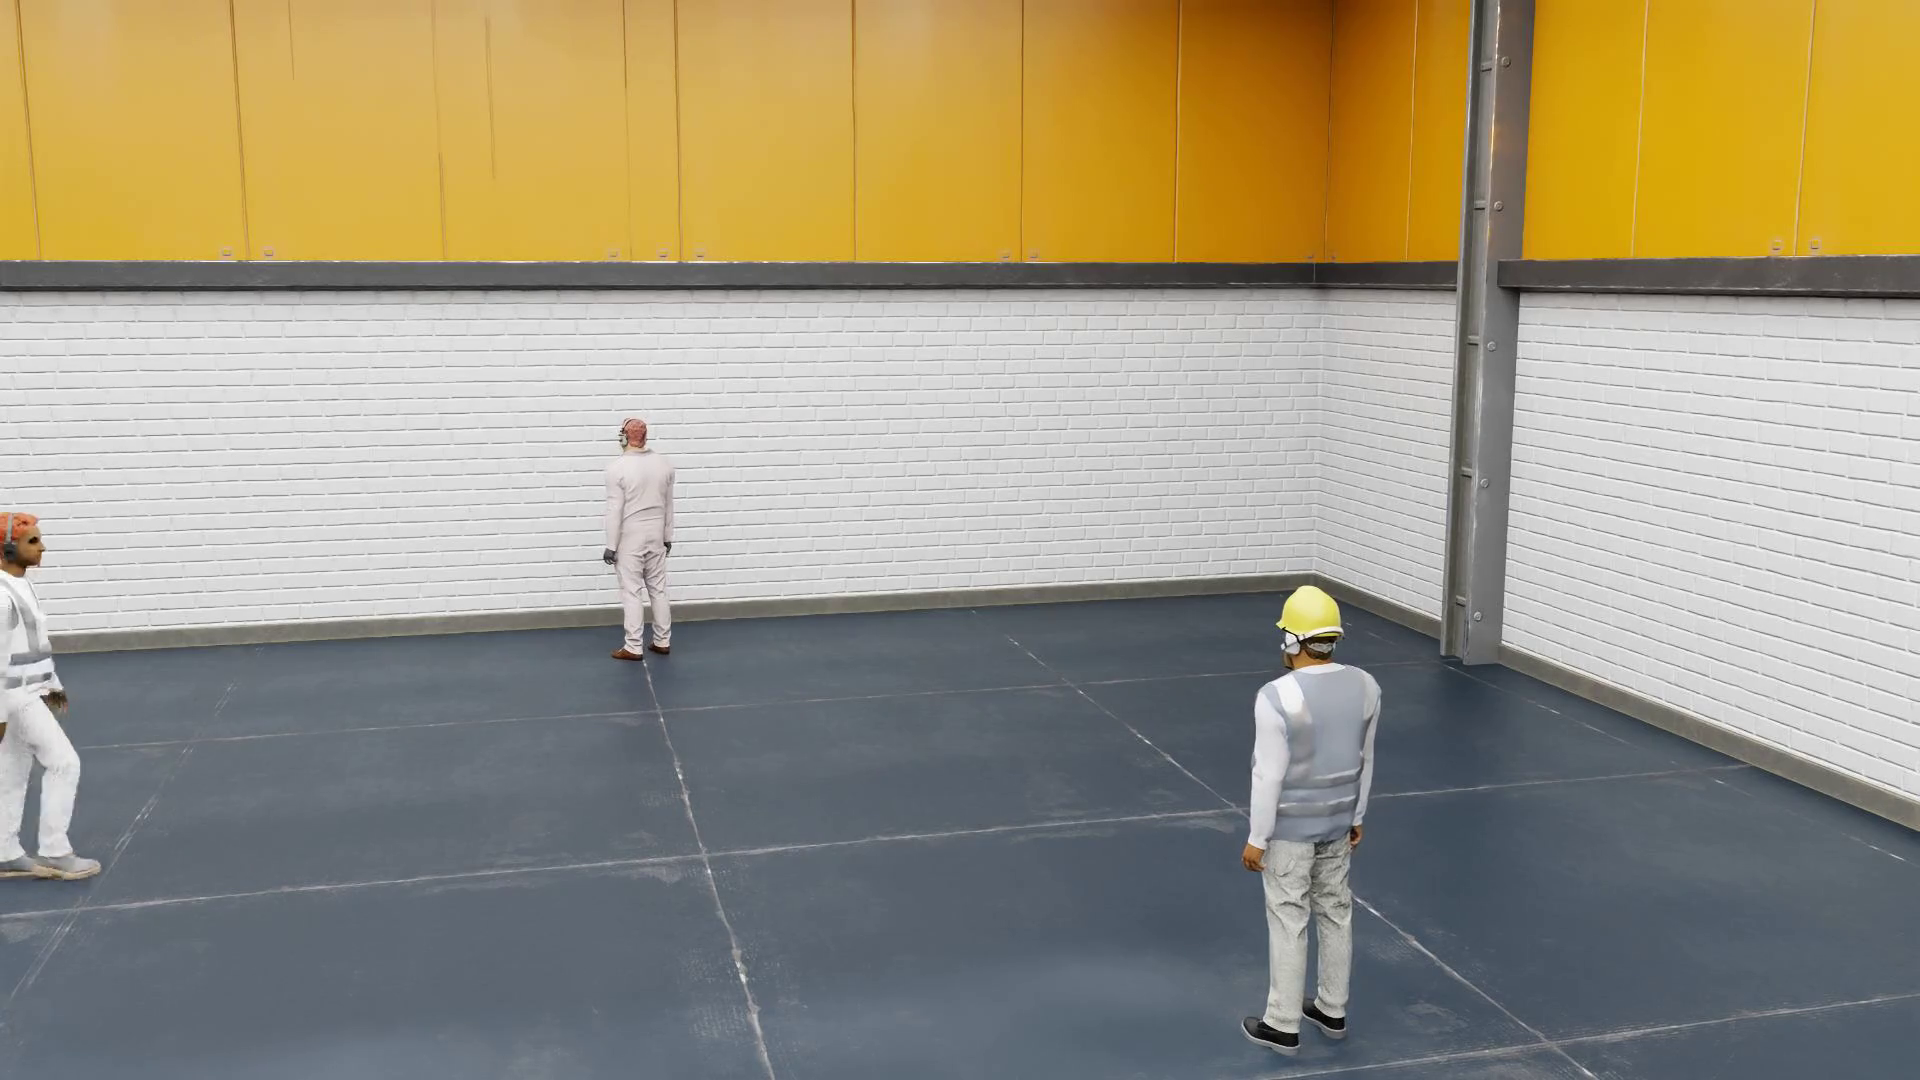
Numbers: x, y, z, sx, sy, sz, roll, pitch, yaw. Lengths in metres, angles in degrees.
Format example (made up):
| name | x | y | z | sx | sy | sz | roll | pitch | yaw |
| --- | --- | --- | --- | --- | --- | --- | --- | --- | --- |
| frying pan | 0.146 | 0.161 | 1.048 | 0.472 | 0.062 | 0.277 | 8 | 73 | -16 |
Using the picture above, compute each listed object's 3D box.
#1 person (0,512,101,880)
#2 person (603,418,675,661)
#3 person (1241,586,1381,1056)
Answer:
| name | x | y | z | sx | sy | sz | roll | pitch | yaw |
| --- | --- | --- | --- | --- | --- | --- | --- | --- | --- |
| person | -4.603 | 0.780 | 8.314 | 0.669 | 1.862 | 0.580 | -4 | 10 | -25 |
| person | -2.546 | -0.008 | 13.093 | 0.402 | 1.906 | 0.652 | 8 | 12 | 40 |
| person | 1.345 | 1.085 | 6.495 | 0.600 | 1.832 | 0.404 | -5 | 11 | -31 |
